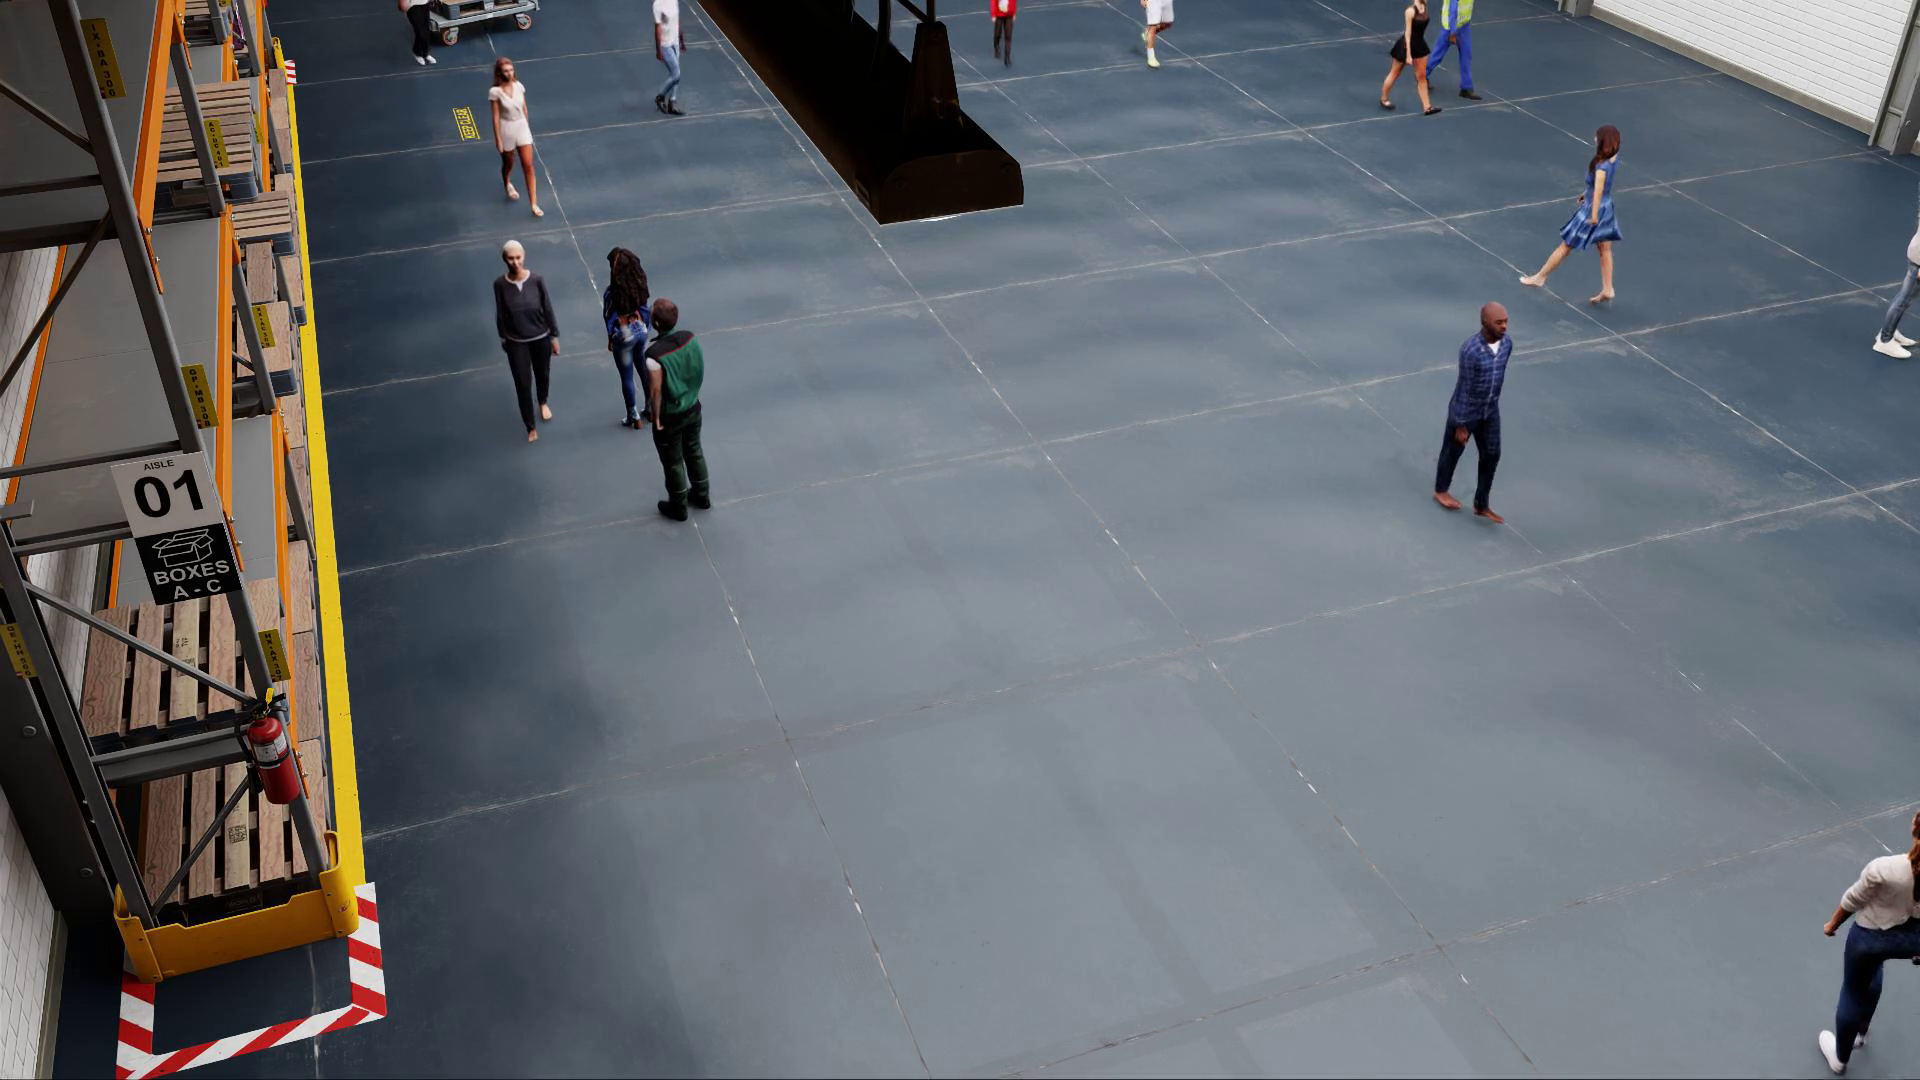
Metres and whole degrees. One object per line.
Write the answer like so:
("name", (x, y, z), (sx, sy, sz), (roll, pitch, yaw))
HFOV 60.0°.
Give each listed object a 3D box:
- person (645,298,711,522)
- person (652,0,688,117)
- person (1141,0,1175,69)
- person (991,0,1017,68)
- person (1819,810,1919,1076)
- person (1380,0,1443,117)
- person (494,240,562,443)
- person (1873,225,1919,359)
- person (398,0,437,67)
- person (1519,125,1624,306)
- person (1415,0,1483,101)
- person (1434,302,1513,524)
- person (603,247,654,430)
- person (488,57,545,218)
("person", (-2.173, -1.009, 12.726), (0.728, 1.842, 0.722), (26, 42, 33))
("person", (-3.650, -6.078, 20.469), (0.818, 1.713, 0.757), (13, 36, 19))
("person", (2.583, -7.260, 22.146), (0.729, 1.824, 0.888), (-17, 37, -24))
("person", (0.577, -7.060, 22.355), (0.614, 1.259, 0.938), (-5, 34, -7))
("person", (4.608, 2.047, 8.247), (0.705, 1.710, 0.730), (1, 34, 1))
("person", (5.488, -6.064, 20.521), (0.855, 1.631, 1.177), (-25, 41, -33))
("person", (-3.637, -1.743, 13.964), (0.634, 1.693, 0.981), (-12, 35, -17))
("person", (8.738, -2.583, 15.085), (0.784, 1.851, 0.761), (20, 39, 27))
("person", (-7.302, -7.210, 22.206), (0.818, 1.674, 0.768), (18, 38, 25))
("person", (6.120, -3.035, 15.852), (1.217, 1.755, 1.046), (22, 40, 30))
("person", (6.199, -6.505, 21.063), (0.922, 1.765, 1.282), (-24, 41, -32))
("person", (3.900, -1.037, 12.810), (0.730, 1.795, 0.925), (-15, 36, -21))
("person", (-2.776, -1.709, 13.976), (0.702, 1.625, 0.692), (26, 41, 33))
("person", (-4.861, -4.382, 17.967), (0.761, 1.657, 1.184), (-20, 39, -28))
